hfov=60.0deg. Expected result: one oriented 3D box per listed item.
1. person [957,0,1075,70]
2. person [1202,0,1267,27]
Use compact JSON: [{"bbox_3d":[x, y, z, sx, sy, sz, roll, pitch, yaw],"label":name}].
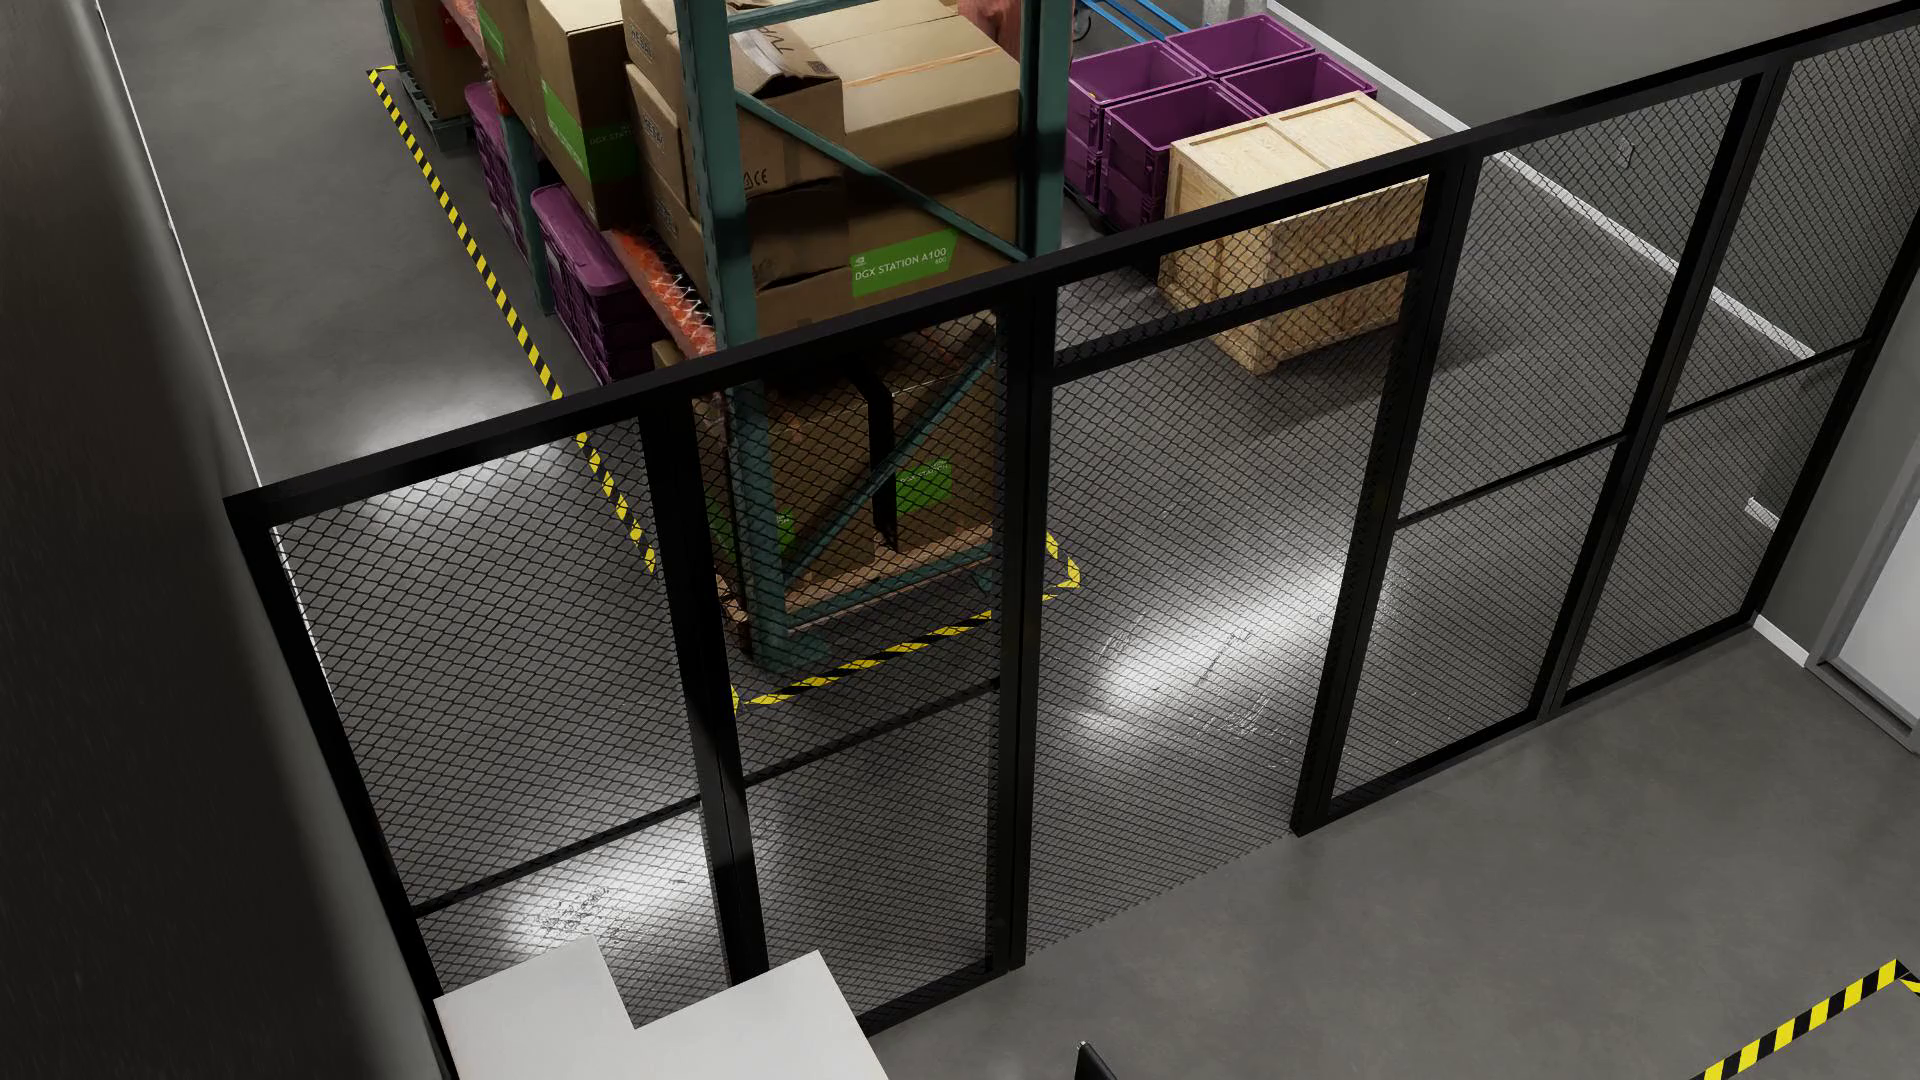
[{"bbox_3d":[0.208,-1.819,6.892,0.622,1.995,0.383,-31,51,-30],"label":"person"},{"bbox_3d":[1.425,-3.267,8.600,0.591,1.829,0.404,-16,45,-17],"label":"person"}]
